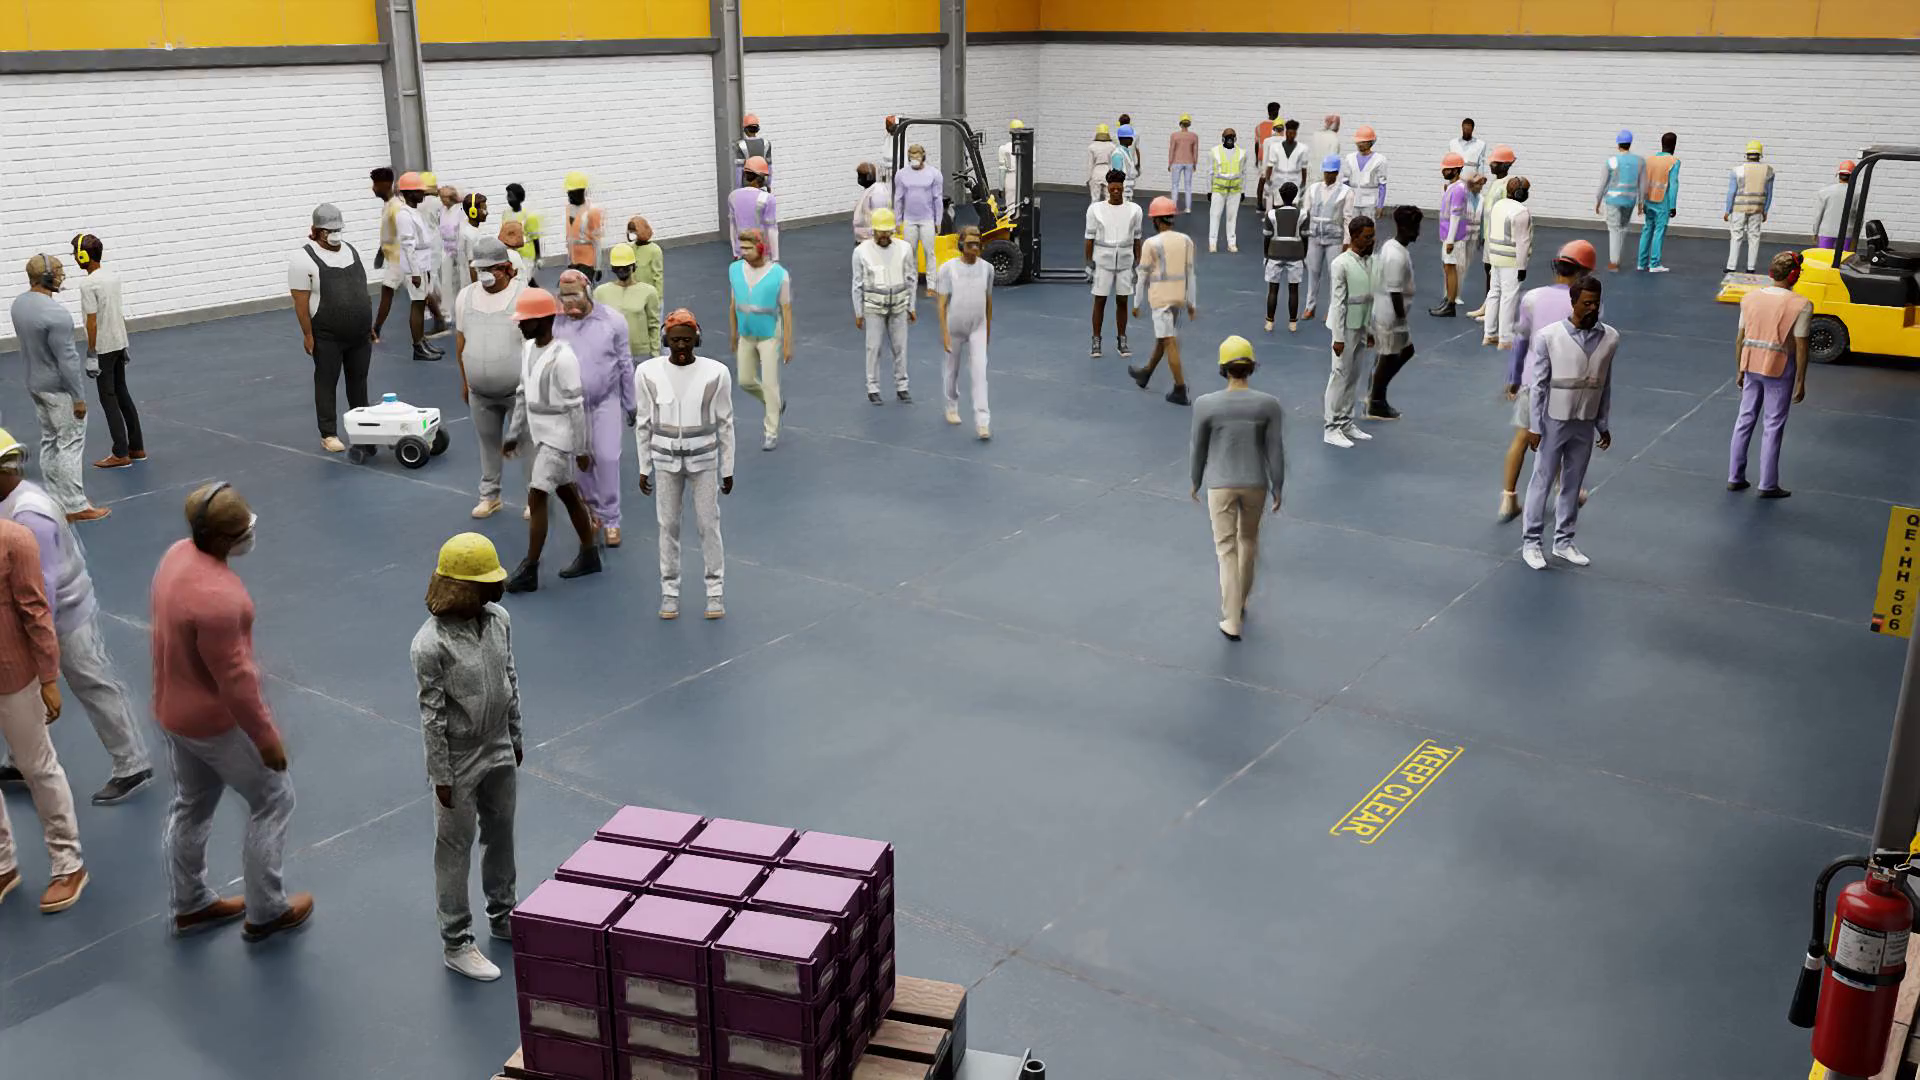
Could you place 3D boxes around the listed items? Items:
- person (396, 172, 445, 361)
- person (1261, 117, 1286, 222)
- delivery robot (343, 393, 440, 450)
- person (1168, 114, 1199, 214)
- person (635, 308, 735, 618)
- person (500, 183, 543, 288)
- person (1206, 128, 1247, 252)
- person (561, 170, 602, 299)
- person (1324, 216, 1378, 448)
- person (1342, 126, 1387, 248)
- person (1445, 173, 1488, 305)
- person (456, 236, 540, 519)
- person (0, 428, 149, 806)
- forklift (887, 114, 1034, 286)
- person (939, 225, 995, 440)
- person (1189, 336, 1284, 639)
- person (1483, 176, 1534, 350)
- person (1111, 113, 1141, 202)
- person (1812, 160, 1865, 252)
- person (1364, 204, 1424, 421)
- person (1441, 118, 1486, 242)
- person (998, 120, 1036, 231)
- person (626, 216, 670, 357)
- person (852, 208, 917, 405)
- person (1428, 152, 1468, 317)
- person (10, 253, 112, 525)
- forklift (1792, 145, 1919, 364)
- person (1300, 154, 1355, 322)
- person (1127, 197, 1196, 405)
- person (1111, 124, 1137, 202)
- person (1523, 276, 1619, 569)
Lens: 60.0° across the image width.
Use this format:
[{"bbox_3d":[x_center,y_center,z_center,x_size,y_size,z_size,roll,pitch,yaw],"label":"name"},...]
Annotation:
[{"bbox_3d":[-5.635,-2.846,17.319,0.350,1.941,0.545,-2,18,-8],"label":"person"},{"bbox_3d":[5.430,-6.347,28.555,0.526,1.768,0.314,-2,18,-7],"label":"person"},{"bbox_3d":[-4.593,-0.942,13.452,0.707,0.478,0.477,1,18,4],"label":"delivery robot"},{"bbox_3d":[3.990,-6.727,29.766,0.533,1.754,0.341,-2,18,-6],"label":"person"},{"bbox_3d":[-1.629,-0.447,9.923,0.580,1.879,0.345,0,18,-1],"label":"person"},{"bbox_3d":[-5.005,-3.269,19.095,0.529,1.657,0.870,13,22,34],"label":"person"},{"bbox_3d":[4.008,-5.255,25.016,0.627,1.844,0.429,-2,18,-6],"label":"person"},{"bbox_3d":[-4.020,-3.058,18.057,0.677,1.904,0.596,-16,23,-40],"label":"person"},{"bbox_3d":[3.279,-1.754,13.943,0.392,1.919,0.590,15,23,38],"label":"person"},{"bbox_3d":[5.442,-4.567,22.540,0.614,2.039,0.387,12,21,34],"label":"person"},{"bbox_3d":[6.245,-3.708,20.516,0.534,1.617,0.405,-7,19,-22],"label":"person"},{"bbox_3d":[-3.258,-1.137,11.813,0.684,2.000,0.535,3,18,9],"label":"person"},{"bbox_3d":[-4.221,0.354,7.572,0.694,1.781,0.637,-15,23,-39],"label":"person"},{"bbox_3d":[-0.171,-4.594,22.377,2.313,2.155,1.214,1,18,3],"label":"forklift"},{"bbox_3d":[0.051,-1.806,14.303,0.506,1.802,0.973,-4,18,-11],"label":"person"},{"bbox_3d":[1.611,-0.335,9.805,0.532,1.727,0.795,-1,18,-2],"label":"person"},{"bbox_3d":[5.912,-2.975,17.885,0.429,1.842,0.636,-5,18,-14],"label":"person"},{"bbox_3d":[2.840,-6.380,28.555,0.529,1.835,0.841,3,18,8],"label":"person"},{"bbox_3d":[10.936,-3.843,20.739,0.568,1.751,0.329,9,20,26],"label":"person"},{"bbox_3d":[3.828,-1.980,14.615,0.431,1.936,0.644,4,18,12],"label":"person"},{"bbox_3d":[7.879,-5.618,26.030,0.589,1.917,0.393,8,19,24],"label":"person"},{"bbox_3d":[0.859,-5.440,25.457,0.588,1.927,0.370,-5,19,-17],"label":"person"},{"bbox_3d":[-3.086,-2.366,16.335,0.500,1.623,0.306,11,21,32],"label":"person"},{"bbox_3d":[-0.691,-2.153,15.352,0.604,1.818,0.403,-6,19,-18],"label":"person"},{"bbox_3d":[5.815,-3.629,19.793,0.389,1.930,0.544,3,18,10],"label":"person"},{"bbox_3d":[-6.377,-1.058,11.757,0.635,1.929,0.381,12,21,34],"label":"person"},{"bbox_3d":[9.803,-2.879,17.013,2.313,2.155,1.214,12,21,33],"label":"forklift"},{"bbox_3d":[4.283,-3.517,19.430,0.609,1.942,0.408,12,22,34],"label":"person"},{"bbox_3d":[1.858,-2.251,15.559,0.547,1.876,0.991,-12,21,-33],"label":"person"},{"bbox_3d":[2.365,-5.057,24.226,0.386,1.948,0.601,5,18,15],"label":"person"},{"bbox_3d":[3.973,-0.771,10.864,0.588,1.920,0.392,-4,18,-14],"label":"person"}]
